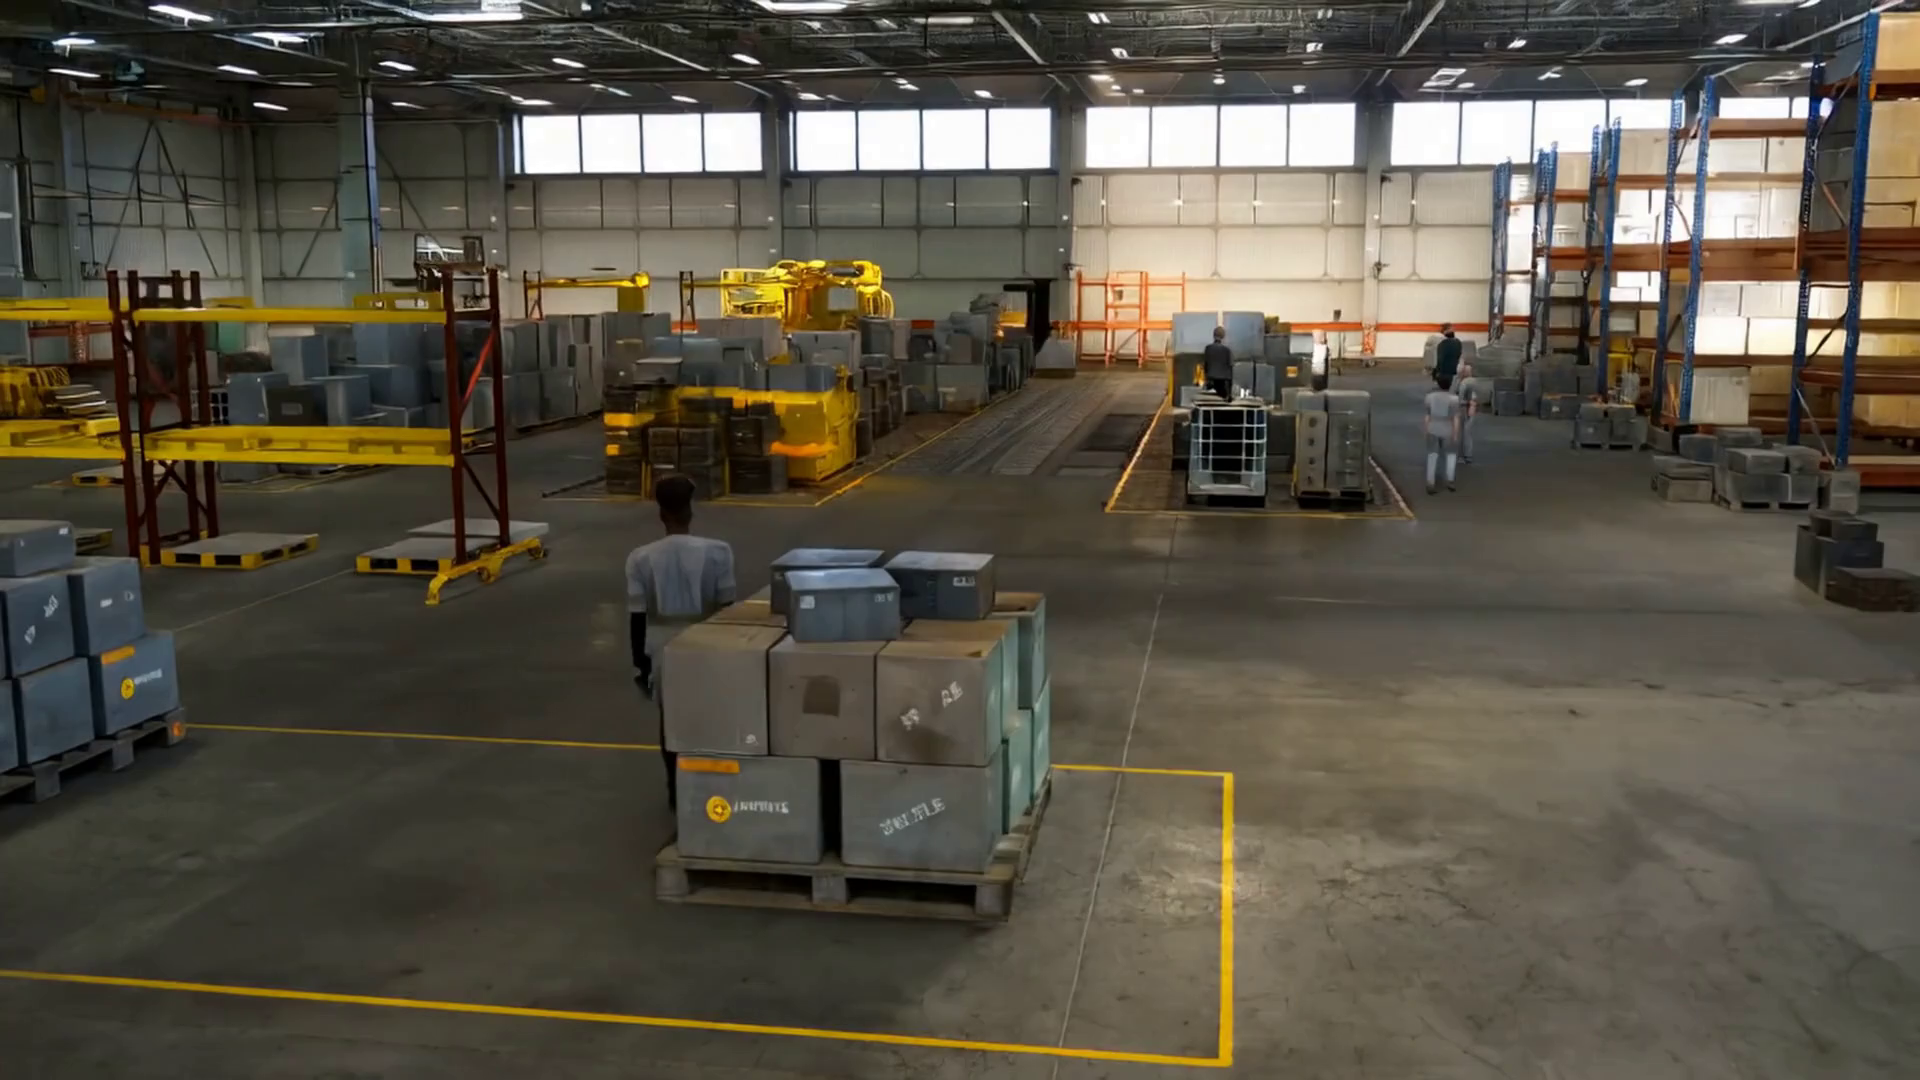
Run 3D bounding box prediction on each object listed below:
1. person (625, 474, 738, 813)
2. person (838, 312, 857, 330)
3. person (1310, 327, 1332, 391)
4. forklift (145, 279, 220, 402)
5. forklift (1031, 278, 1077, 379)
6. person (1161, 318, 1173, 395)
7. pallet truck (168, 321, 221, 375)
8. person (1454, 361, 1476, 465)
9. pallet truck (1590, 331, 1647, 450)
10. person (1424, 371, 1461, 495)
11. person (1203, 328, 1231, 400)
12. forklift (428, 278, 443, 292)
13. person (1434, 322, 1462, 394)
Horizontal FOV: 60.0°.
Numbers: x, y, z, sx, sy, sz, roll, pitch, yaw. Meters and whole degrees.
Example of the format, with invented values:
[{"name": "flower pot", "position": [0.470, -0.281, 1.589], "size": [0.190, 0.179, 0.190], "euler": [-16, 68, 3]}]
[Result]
[{"name": "person", "position": [-1.508, 0.617, 9.012], "size": [0.594, 1.944, 0.851], "euler": [0, 9, -2]}, {"name": "person", "position": [-2.953, -5.095, 44.232], "size": [0.372, 1.940, 0.632], "euler": [8, 12, 41]}, {"name": "person", "position": [7.145, -3.261, 32.974], "size": [0.392, 1.922, 0.593], "euler": [-3, 10, -15]}, {"name": "forklift", "position": [-18.365, -4.671, 38.725], "size": [1.129, 2.768, 1.873], "euler": [3, 10, 16]}, {"name": "forklift", "position": [2.297, -5.909, 46.356], "size": [1.873, 2.768, 1.129], "euler": [1, 9, 9]}, {"name": "person", "position": [5.246, -4.513, 40.835], "size": [0.563, 1.886, 1.005], "euler": [8, 12, 40]}, {"name": "pallet truck", "position": [-21.869, -5.598, 47.154], "size": [0.823, 1.965, 1.885], "euler": [4, 10, 26]}, {"name": "person", "position": [7.897, -1.991, 26.042], "size": [0.320, 1.631, 0.525], "euler": [0, 9, -1]}, {"name": "pallet truck", "position": [11.253, -2.573, 28.499], "size": [0.823, 1.965, 1.885], "euler": [5, 10, 27]}, {"name": "person", "position": [6.558, -1.451, 22.575], "size": [0.548, 1.676, 0.661], "euler": [7, 11, 36]}, {"name": "person", "position": [4.929, -3.089, 31.897], "size": [0.369, 1.931, 0.632], "euler": [-7, 12, -39]}, {"name": "forklift", "position": [-13.878, -5.559, 44.197], "size": [1.873, 2.768, 1.129], "euler": [-3, 10, -17]}, {"name": "person", "position": [9.760, -3.352, 33.314], "size": [0.610, 1.995, 0.375], "euler": [-6, 11, -31]}]
